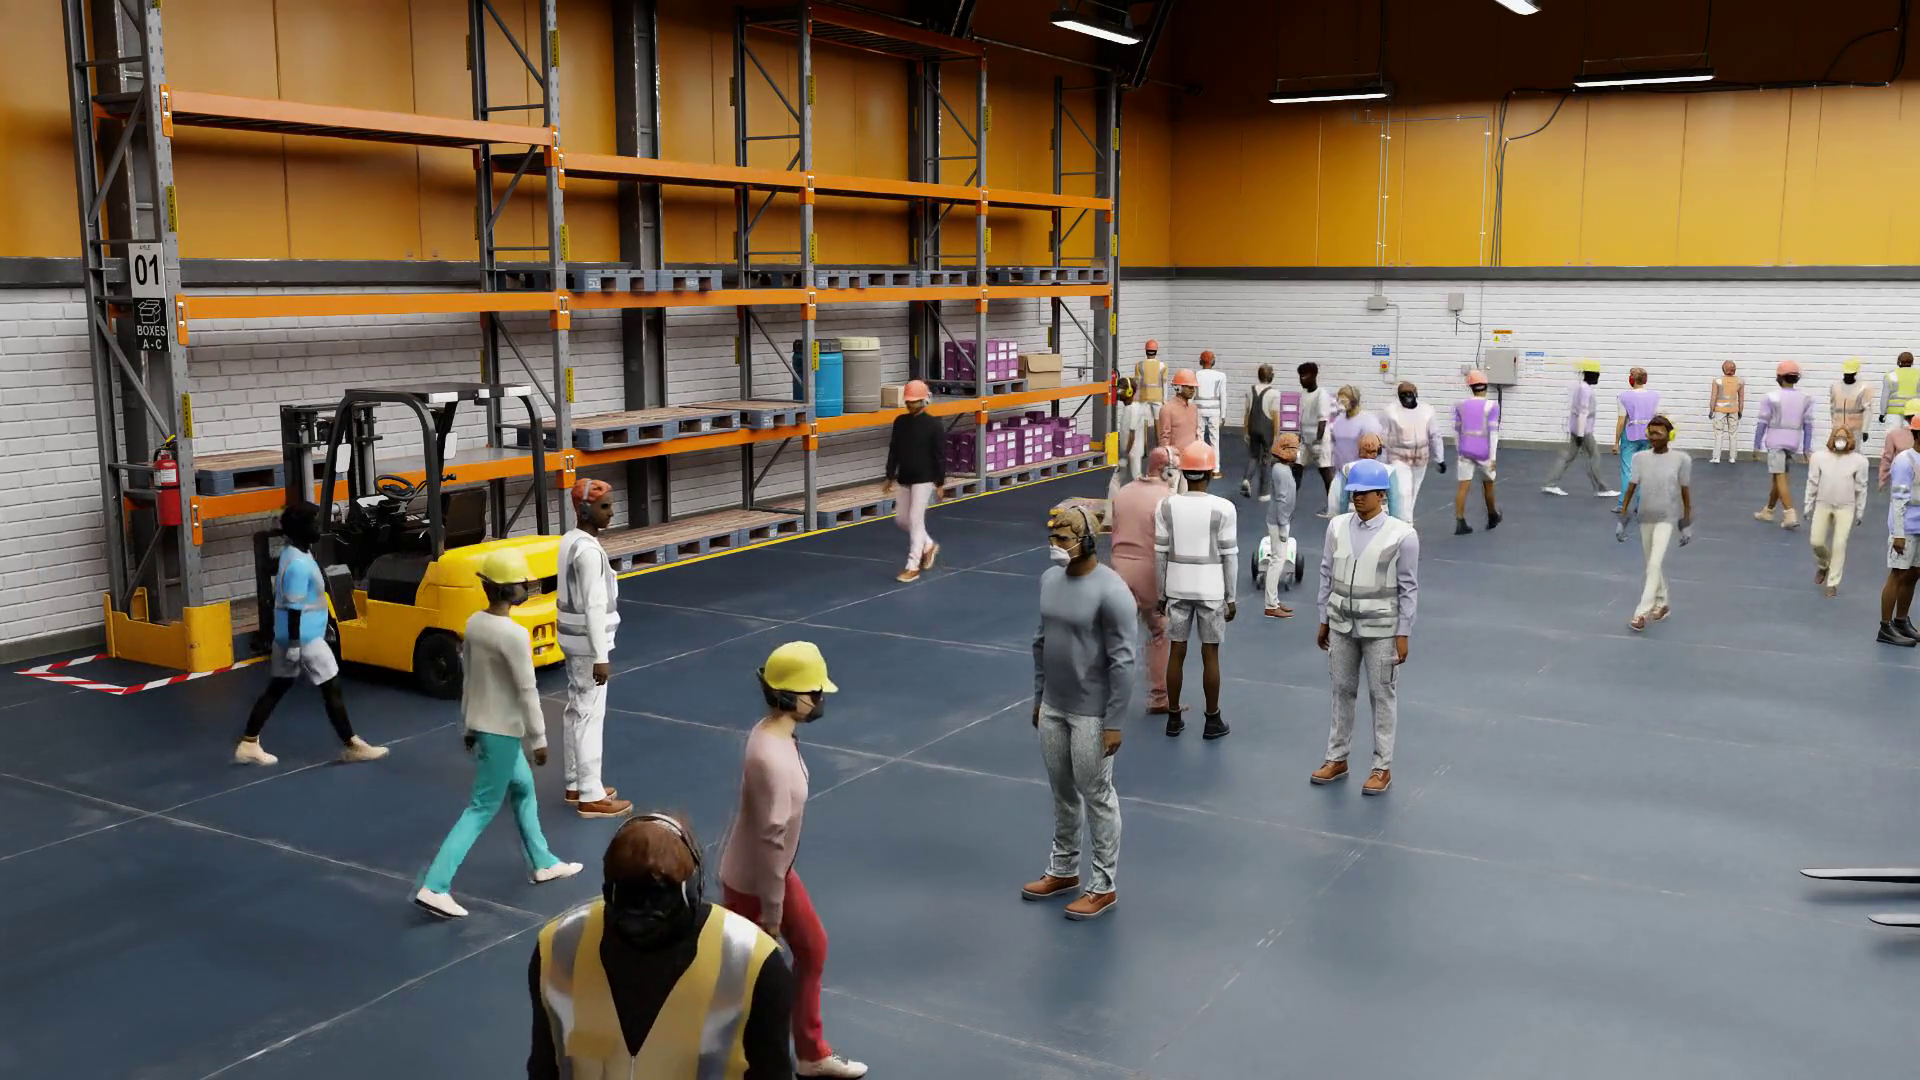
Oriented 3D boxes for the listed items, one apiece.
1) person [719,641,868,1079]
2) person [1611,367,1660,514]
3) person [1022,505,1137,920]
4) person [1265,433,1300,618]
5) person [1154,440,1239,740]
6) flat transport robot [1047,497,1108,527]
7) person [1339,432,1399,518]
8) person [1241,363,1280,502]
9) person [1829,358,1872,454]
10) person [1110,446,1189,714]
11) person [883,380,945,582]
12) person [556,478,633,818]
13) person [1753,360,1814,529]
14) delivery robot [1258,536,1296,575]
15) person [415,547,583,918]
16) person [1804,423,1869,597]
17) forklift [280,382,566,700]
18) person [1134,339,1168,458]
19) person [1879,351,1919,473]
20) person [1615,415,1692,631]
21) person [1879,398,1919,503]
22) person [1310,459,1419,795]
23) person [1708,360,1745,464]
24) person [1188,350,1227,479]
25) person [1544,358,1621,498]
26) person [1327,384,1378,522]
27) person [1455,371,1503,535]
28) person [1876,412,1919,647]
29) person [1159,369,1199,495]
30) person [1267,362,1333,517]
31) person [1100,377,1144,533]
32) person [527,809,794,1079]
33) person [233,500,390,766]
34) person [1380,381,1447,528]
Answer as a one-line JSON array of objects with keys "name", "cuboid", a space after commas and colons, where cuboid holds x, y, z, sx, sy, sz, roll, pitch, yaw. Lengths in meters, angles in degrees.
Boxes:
[{"name": "person", "cuboid": [-0.633, 1.208, 5.924, 0.741, 1.722, 0.535, -1, 9, -4]}, {"name": "person", "cuboid": [8.444, -1.236, 20.786, 0.565, 1.849, 0.388, -2, 9, -12]}, {"name": "person", "cuboid": [0.553, 0.798, 7.814, 0.359, 1.938, 0.635, -7, 11, -35]}, {"name": "person", "cuboid": [2.825, -0.130, 14.588, 0.279, 1.625, 0.493, 3, 9, 15]}, {"name": "person", "cuboid": [1.528, 0.325, 10.760, 0.545, 1.942, 0.349, 4, 10, 21]}, {"name": "flat transport robot", "cuboid": [1.519, -0.332, 20.053, 0.652, 0.197, 1.431, 2, 10, 15]}, {"name": "person", "cuboid": [3.542, -0.114, 14.433, 0.522, 1.640, 0.306, 6, 11, 32]}, {"name": "person", "cuboid": [3.952, -1.404, 21.871, 0.532, 1.834, 0.475, 7, 12, 38]}, {"name": "person", "cuboid": [12.502, -1.636, 23.341, 0.596, 1.845, 1.055, 9, 13, 44]}, {"name": "person", "cuboid": [1.191, 0.298, 11.252, 0.720, 1.859, 0.658, -7, 12, -39]}, {"name": "person", "cuboid": [-0.428, -0.602, 16.432, 0.629, 1.971, 0.741, 7, 12, 39]}, {"name": "person", "cuboid": [-2.062, 0.594, 9.257, 0.352, 1.883, 0.576, -4, 10, -24]}, {"name": "person", "cuboid": [9.777, -1.139, 19.743, 0.621, 1.999, 1.027, -1, 9, -3]}, {"name": "delivery robot", "cuboid": [3.064, 0.122, 16.044, 0.477, 0.478, 0.707, 2, 9, 12]}, {"name": "person", "cuboid": [-2.227, 0.893, 7.896, 0.909, 1.723, 0.538, -8, 12, -40]}, {"name": "person", "cuboid": [8.194, -0.291, 15.567, 0.514, 1.621, 0.435, 6, 11, 34]}, {"name": "forklift", "cuboid": [-3.974, -0.067, 12.417, 2.313, 2.155, 1.214, 5, 11, 30]}, {"name": "person", "cuboid": [3.112, -2.305, 27.184, 0.549, 1.936, 0.376, 0, 9, 1]}, {"name": "person", "cuboid": [14.190, -1.916, 25.063, 0.634, 1.839, 0.429, 2, 9, 11]}, {"name": "person", "cuboid": [5.915, -0.160, 14.188, 0.547, 1.817, 0.998, 8, 12, 42]}, {"name": "person", "cuboid": [9.869, -0.618, 17.269, 0.538, 1.732, 0.809, 8, 12, 40]}, {"name": "person", "cuboid": [2.350, 0.496, 9.667, 0.603, 1.949, 0.389, 8, 12, 40]}, {"name": "person", "cuboid": [12.126, -2.019, 26.324, 0.525, 1.639, 0.307, 1, 9, 4]}, {"name": "person", "cuboid": [3.620, -1.838, 24.432, 0.574, 1.886, 0.361, 2, 9, 11]}, {"name": "person", "cuboid": [8.396, -1.505, 22.390, 0.984, 1.877, 0.604, 2, 9, 10]}, {"name": "person", "cuboid": [3.941, -0.593, 16.558, 0.514, 1.921, 0.632, -5, 10, -27]}, {"name": "person", "cuboid": [6.053, -1.022, 19.373, 0.564, 1.875, 0.980, 8, 12, 40]}, {"name": "person", "cuboid": [7.729, -0.096, 13.447, 0.541, 1.930, 0.386, -5, 11, -30]}, {"name": "person", "cuboid": [2.378, -0.848, 17.957, 0.400, 1.990, 0.621, 9, 13, 44]}, {"name": "person", "cuboid": [4.260, -1.226, 20.502, 0.929, 1.913, 0.660, -3, 10, -19]}, {"name": "person", "cuboid": [1.994, -0.968, 19.200, 0.941, 1.830, 0.513, -2, 9, -14]}, {"name": "person", "cuboid": [-0.685, 1.481, 3.899, 0.635, 1.820, 0.624, 1, 9, 6]}, {"name": "person", "cuboid": [-4.019, 0.575, 10.105, 0.884, 1.651, 0.541, -4, 10, -25]}, {"name": "person", "cuboid": [5.075, -0.863, 18.600, 0.651, 1.792, 0.878, -1, 9, -8]}]
